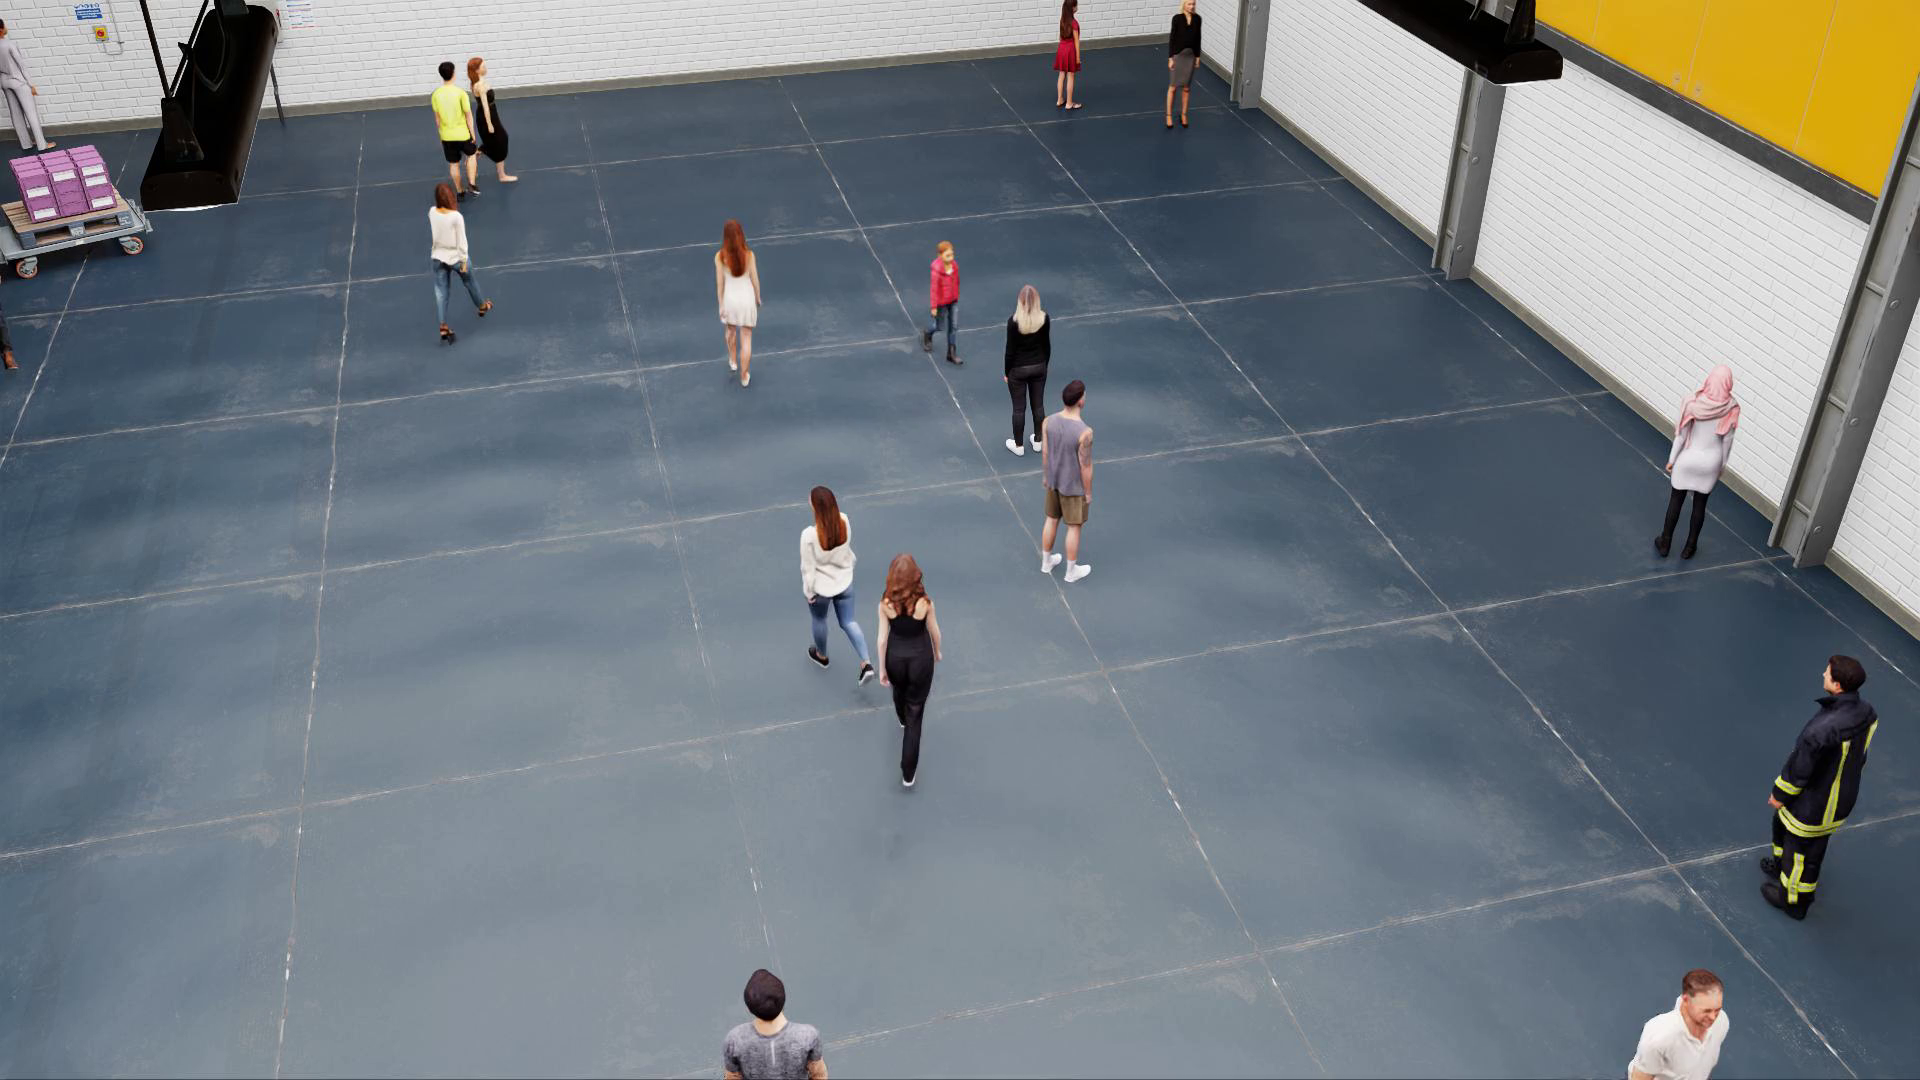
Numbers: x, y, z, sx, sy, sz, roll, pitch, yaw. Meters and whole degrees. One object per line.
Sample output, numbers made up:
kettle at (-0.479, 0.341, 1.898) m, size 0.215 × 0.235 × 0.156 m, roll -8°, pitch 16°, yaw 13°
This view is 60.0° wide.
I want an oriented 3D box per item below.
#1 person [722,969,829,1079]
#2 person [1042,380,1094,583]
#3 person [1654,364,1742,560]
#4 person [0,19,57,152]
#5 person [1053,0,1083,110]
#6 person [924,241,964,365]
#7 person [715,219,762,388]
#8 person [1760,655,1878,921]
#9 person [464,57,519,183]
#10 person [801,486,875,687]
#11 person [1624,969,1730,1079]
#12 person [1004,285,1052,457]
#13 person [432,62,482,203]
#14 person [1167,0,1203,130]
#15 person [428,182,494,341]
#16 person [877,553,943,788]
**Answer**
person at (-0.925, 2.958, 8.389) m, size 0.799 × 1.848 × 1.041 m, roll -1°, pitch 34°, yaw -2°
person at (0.872, -0.485, 13.632) m, size 0.694 × 1.841 × 0.780 m, roll 21°, pitch 39°, yaw 28°
person at (6.150, -0.647, 13.855) m, size 0.736 × 1.803 × 0.766 m, roll 11°, pitch 35°, yaw 16°
person at (-12.501, -6.030, 22.012) m, size 0.710 × 1.737 × 0.714 m, roll 8°, pitch 35°, yaw 12°
person at (1.530, -6.884, 23.463) m, size 0.712 × 1.554 × 0.651 m, roll -25°, pitch 41°, yaw -32°
person at (-0.185, -2.450, 17.019) m, size 0.702 × 1.303 × 0.875 m, roll -24°, pitch 40°, yaw -31°
person at (-2.186, -2.307, 16.450) m, size 0.682 × 1.694 × 0.845 m, roll 0°, pitch 34°, yaw 0°
person at (5.451, 1.605, 10.373) m, size 0.908 × 1.905 × 0.873 m, roll -25°, pitch 41°, yaw -32°
person at (-6.043, -5.278, 20.996) m, size 0.623 × 1.609 × 0.790 m, roll -8°, pitch 35°, yaw -12°
person at (-0.915, 0.370, 12.445) m, size 0.820 × 1.669 × 1.093 m, roll -20°, pitch 38°, yaw -27°
person at (3.574, 2.816, 8.608) m, size 0.683 × 1.843 × 0.755 m, roll -7°, pitch 34°, yaw -10°
person at (0.623, -1.560, 15.333) m, size 0.616 × 1.687 × 0.545 m, roll -11°, pitch 35°, yaw -16°
person at (-6.229, -4.987, 20.486) m, size 0.677 × 1.690 × 0.697 m, roll -2°, pitch 34°, yaw -3°
person at (3.036, -6.485, 22.678) m, size 0.604 × 1.757 × 0.518 m, roll -7°, pitch 34°, yaw -10°
person at (-5.368, -2.872, 17.362) m, size 0.982 × 1.625 × 1.168 m, roll 10°, pitch 35°, yaw 14°
person at (-0.357, 0.934, 11.573) m, size 0.847 × 1.694 × 1.194 m, roll 3°, pitch 34°, yaw 4°
